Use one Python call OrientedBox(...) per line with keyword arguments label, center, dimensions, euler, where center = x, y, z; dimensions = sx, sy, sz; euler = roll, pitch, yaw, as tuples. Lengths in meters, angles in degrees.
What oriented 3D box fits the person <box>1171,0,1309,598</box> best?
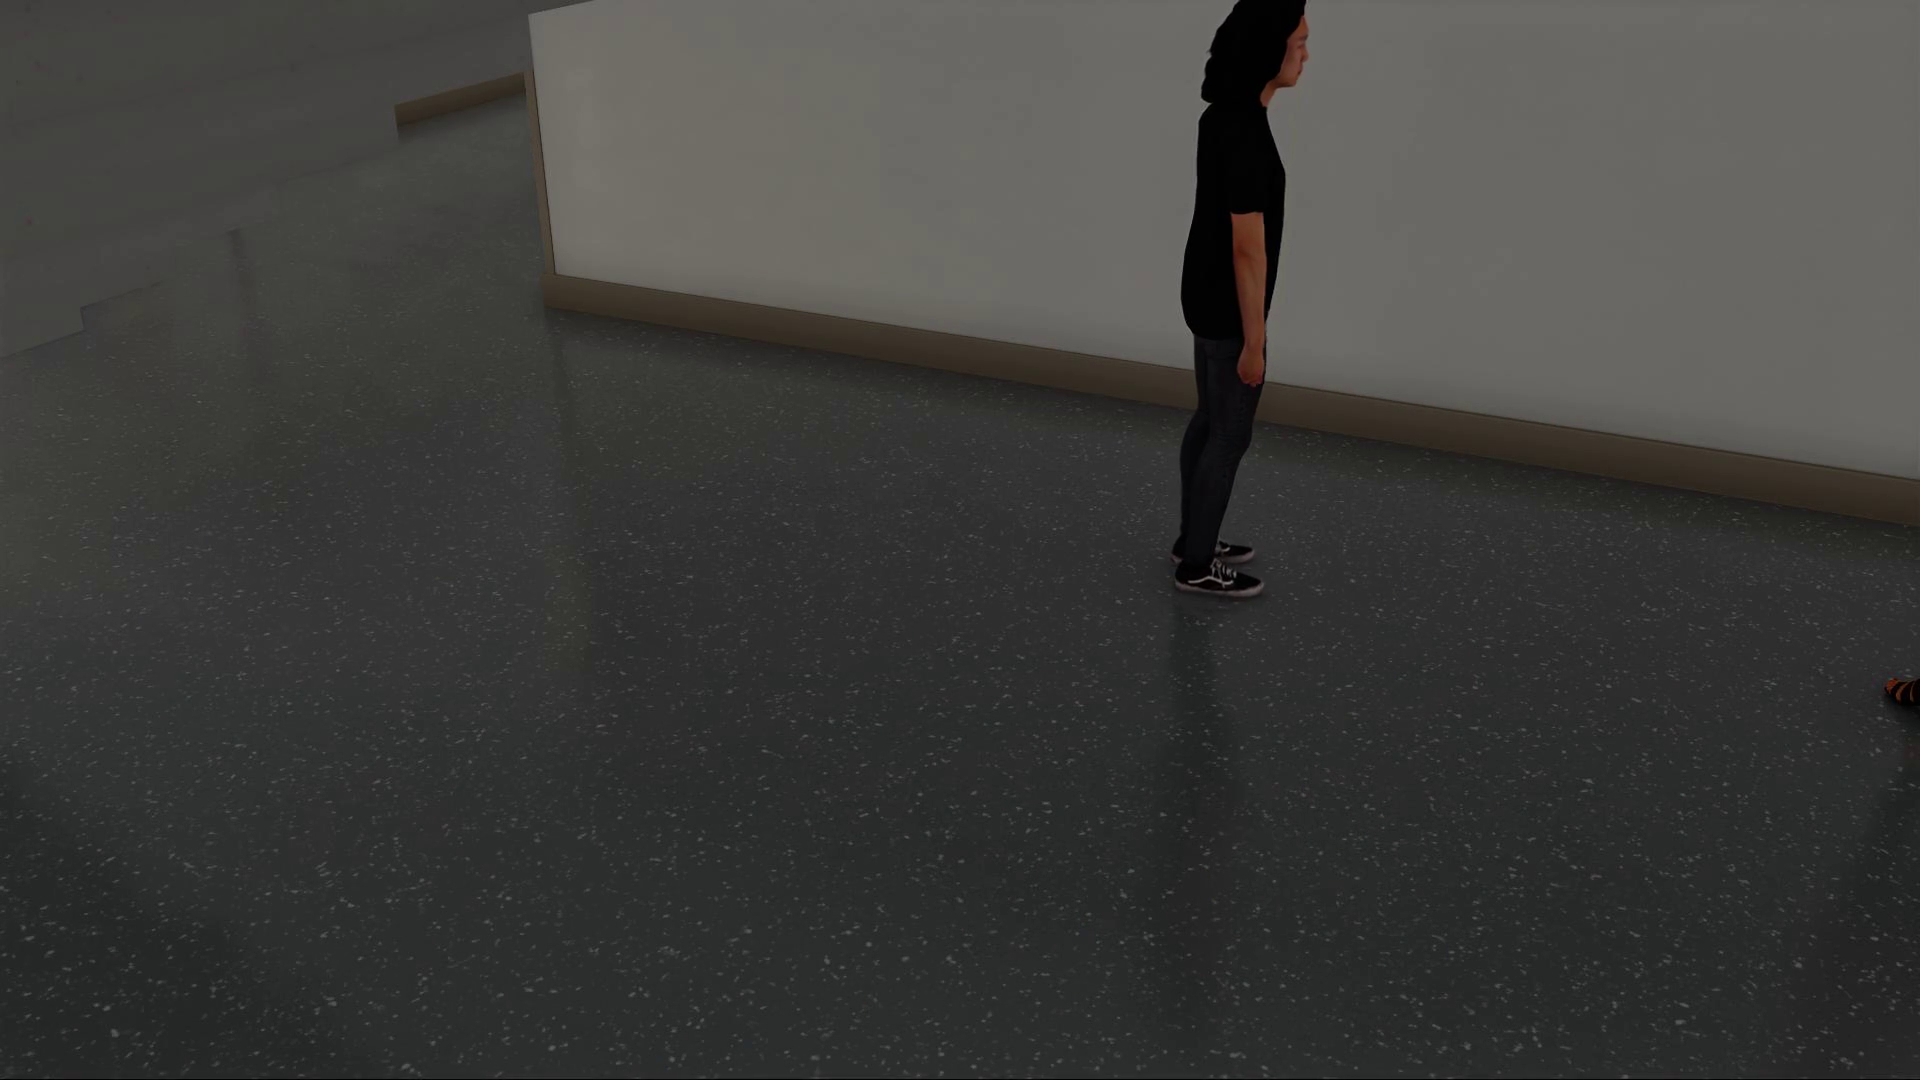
OrientedBox(label="person", center=(0.783, -0.703, 4.927), dimensions=(0.705, 1.824, 0.711), euler=(-2, 26, -4))
